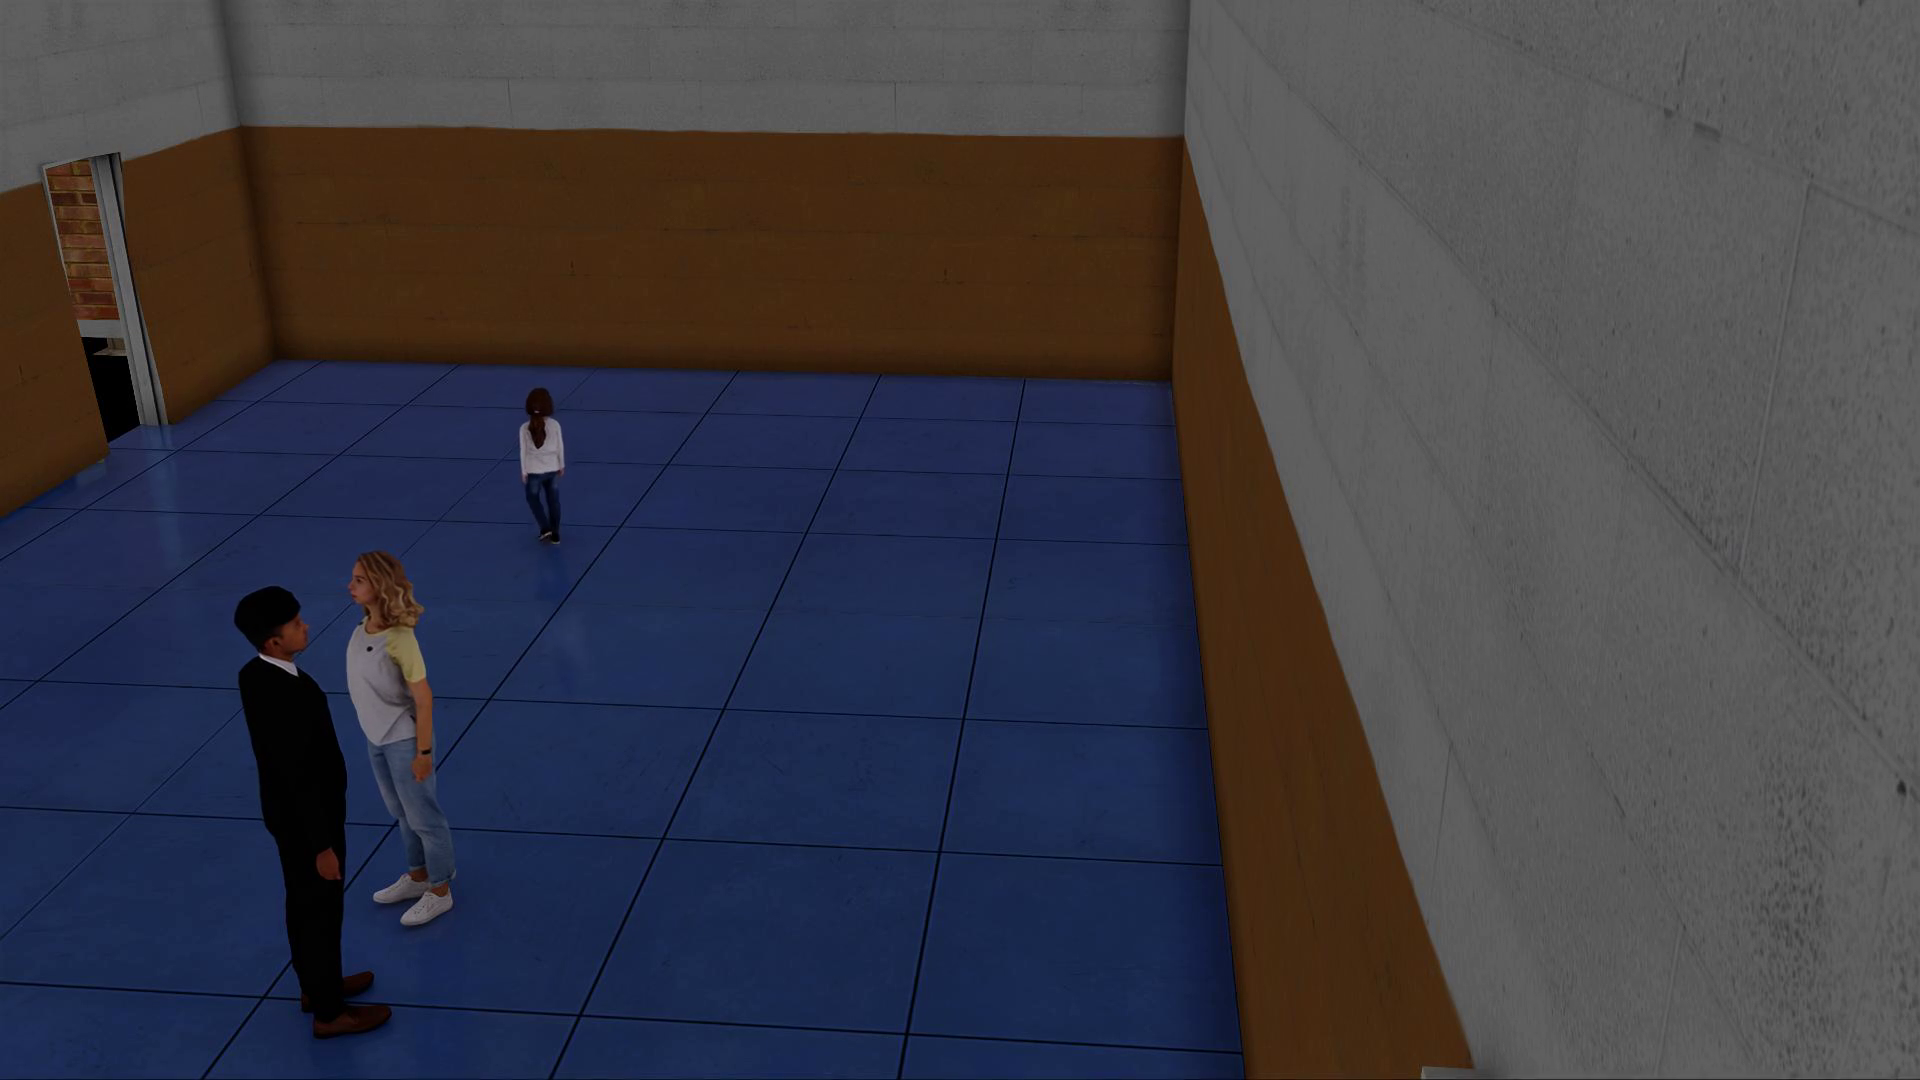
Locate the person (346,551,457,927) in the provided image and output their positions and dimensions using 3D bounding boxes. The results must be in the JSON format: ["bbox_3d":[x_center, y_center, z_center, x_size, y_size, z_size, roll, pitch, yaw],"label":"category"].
[{"bbox_3d":[-2.384,0.841,7.118,0.762,1.722,0.694,-19,29,-39],"label":"person"}]

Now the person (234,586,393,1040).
[{"bbox_3d":[-2.541,1.050,6.400,0.793,1.884,0.769,-14,26,-31],"label":"person"}]

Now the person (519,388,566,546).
[{"bbox_3d":[-2.816,-0.482,11.260,0.530,1.103,0.598,-11,24,-25],"label":"person"}]
